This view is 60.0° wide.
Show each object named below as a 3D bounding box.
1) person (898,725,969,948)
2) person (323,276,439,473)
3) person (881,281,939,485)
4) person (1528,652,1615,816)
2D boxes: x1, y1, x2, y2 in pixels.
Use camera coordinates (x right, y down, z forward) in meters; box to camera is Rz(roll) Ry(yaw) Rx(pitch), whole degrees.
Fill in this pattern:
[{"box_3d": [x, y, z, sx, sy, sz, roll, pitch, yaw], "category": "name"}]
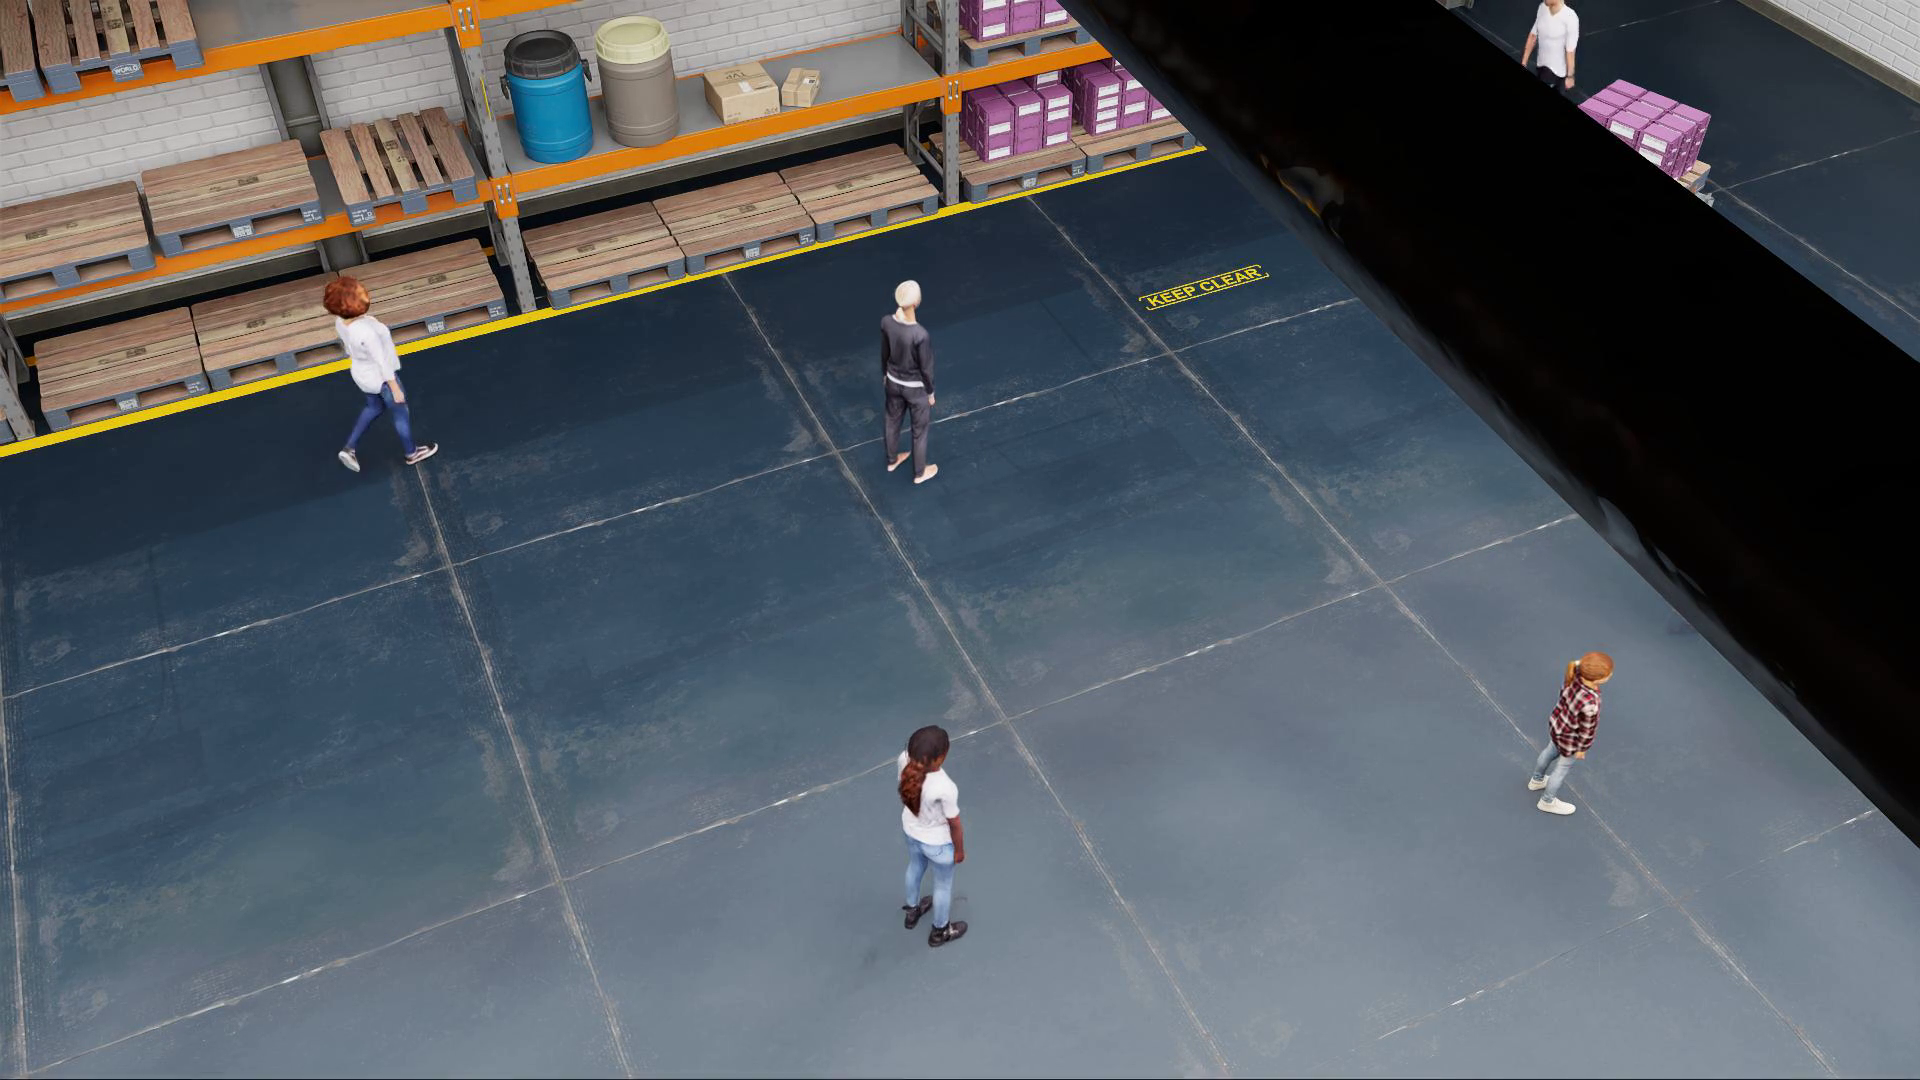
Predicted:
[{"box_3d": [-0.169, 1.631, 9.246, 0.652, 1.720, 0.629, 34, 53, 30], "category": "person"}, {"box_3d": [-4.363, -1.174, 12.211, 0.868, 1.691, 1.045, 32, 52, 29], "category": "person"}, {"box_3d": [-0.382, -1.161, 12.172, 0.686, 1.726, 0.698, 24, 48, 23], "category": "person"}, {"box_3d": [3.696, 1.141, 10.061, 0.611, 1.305, 0.599, -2, 44, -2], "category": "person"}]
